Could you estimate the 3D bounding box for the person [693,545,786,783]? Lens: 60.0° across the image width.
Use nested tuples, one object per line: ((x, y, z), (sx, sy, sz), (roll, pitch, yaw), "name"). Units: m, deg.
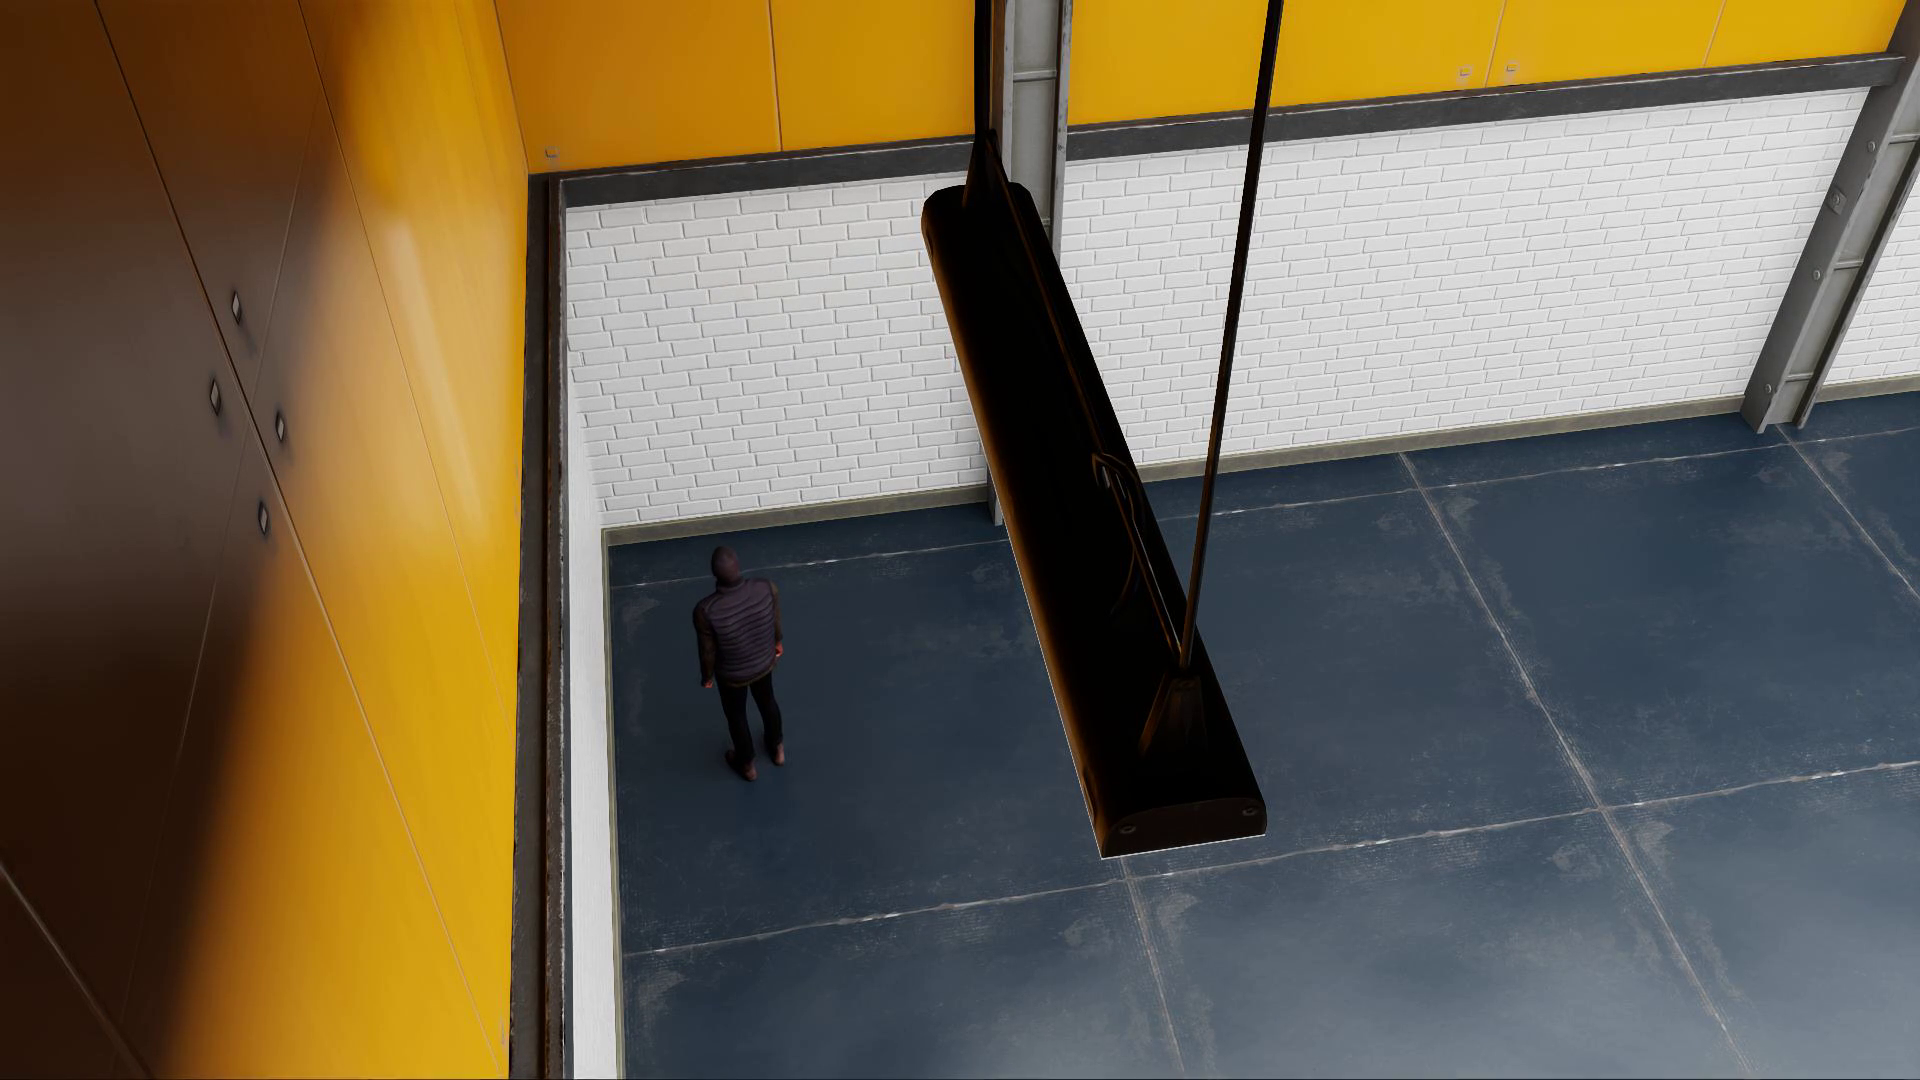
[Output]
((-1.291, 0.732, 9.880), (0.660, 1.835, 0.833), (-25, 49, -24), "person")
